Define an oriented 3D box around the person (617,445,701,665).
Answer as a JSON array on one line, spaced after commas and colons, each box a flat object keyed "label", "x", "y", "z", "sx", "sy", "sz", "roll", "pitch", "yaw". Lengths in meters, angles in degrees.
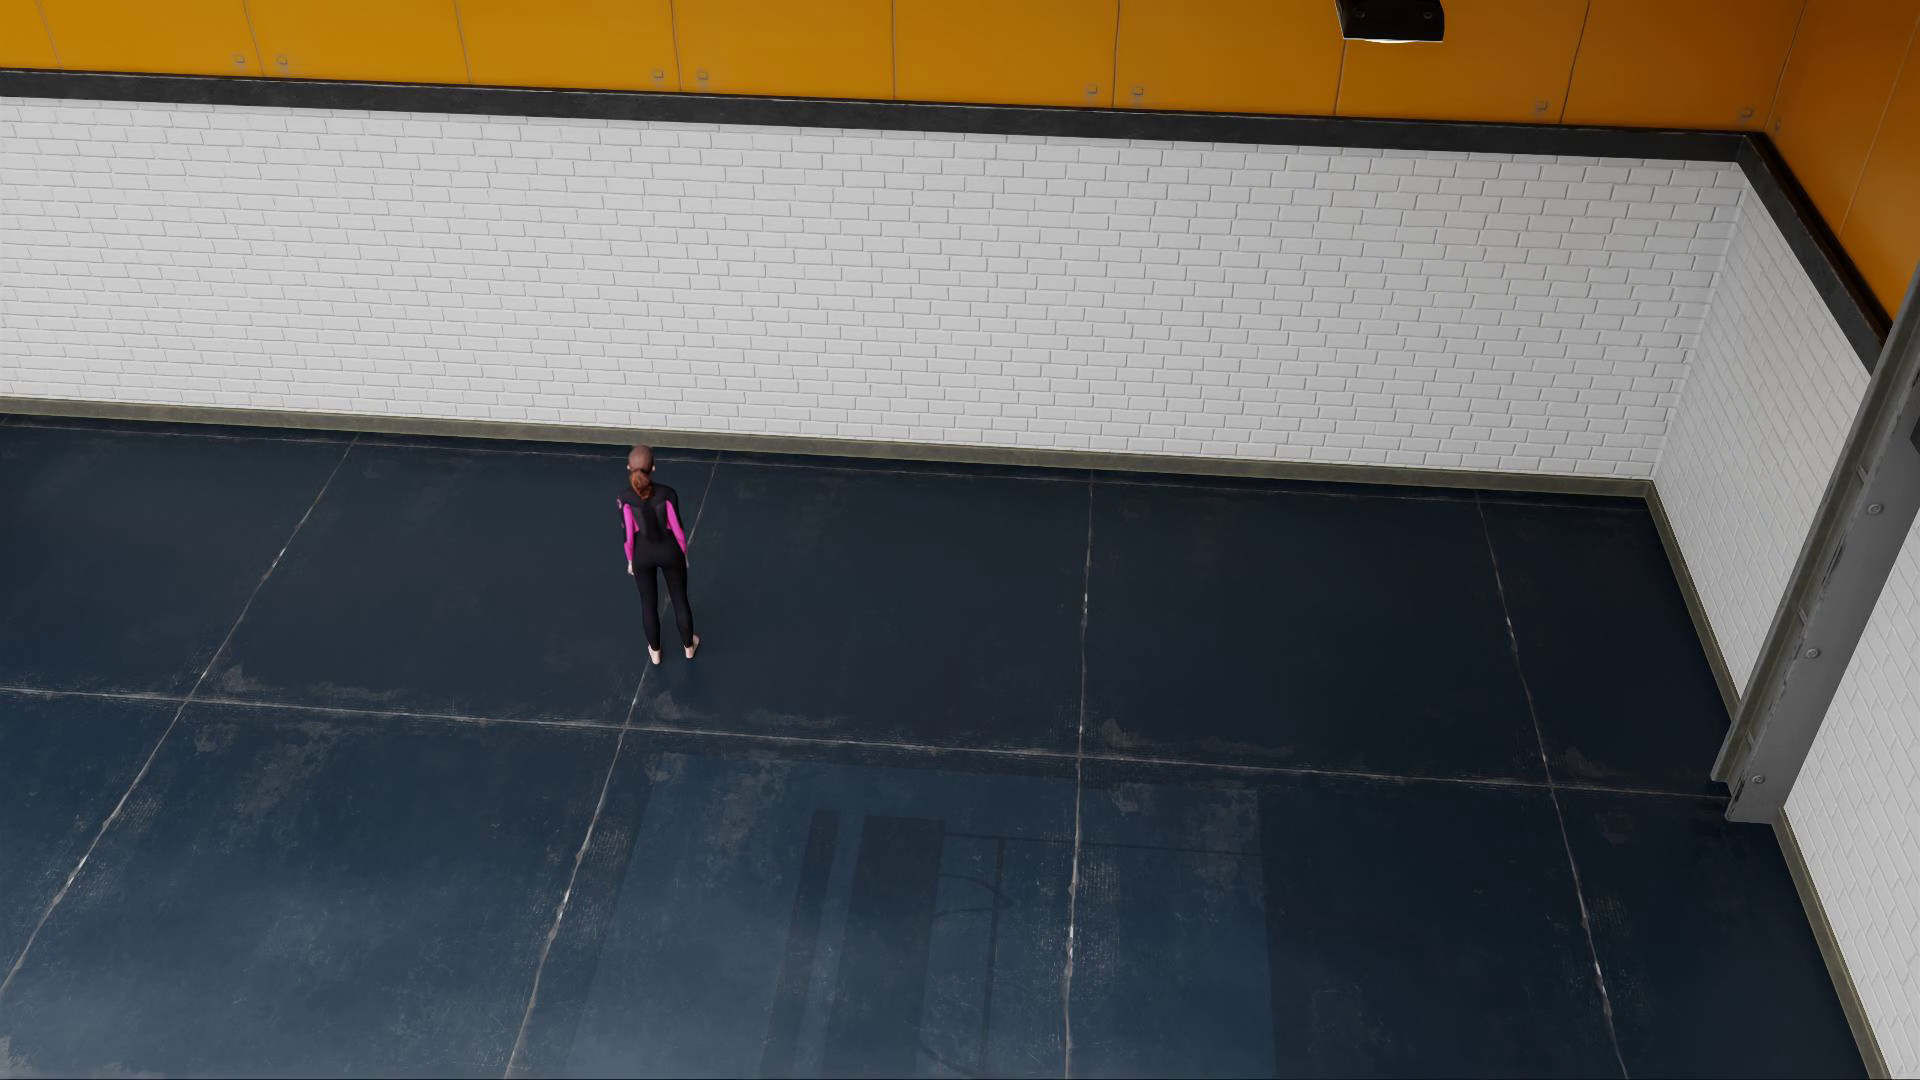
[{"label": "person", "x": -2.007, "y": 0.102, "z": 11.005, "sx": 0.618, "sy": 1.752, "sz": 0.634, "roll": -6, "pitch": 39, "yaw": -7}]
